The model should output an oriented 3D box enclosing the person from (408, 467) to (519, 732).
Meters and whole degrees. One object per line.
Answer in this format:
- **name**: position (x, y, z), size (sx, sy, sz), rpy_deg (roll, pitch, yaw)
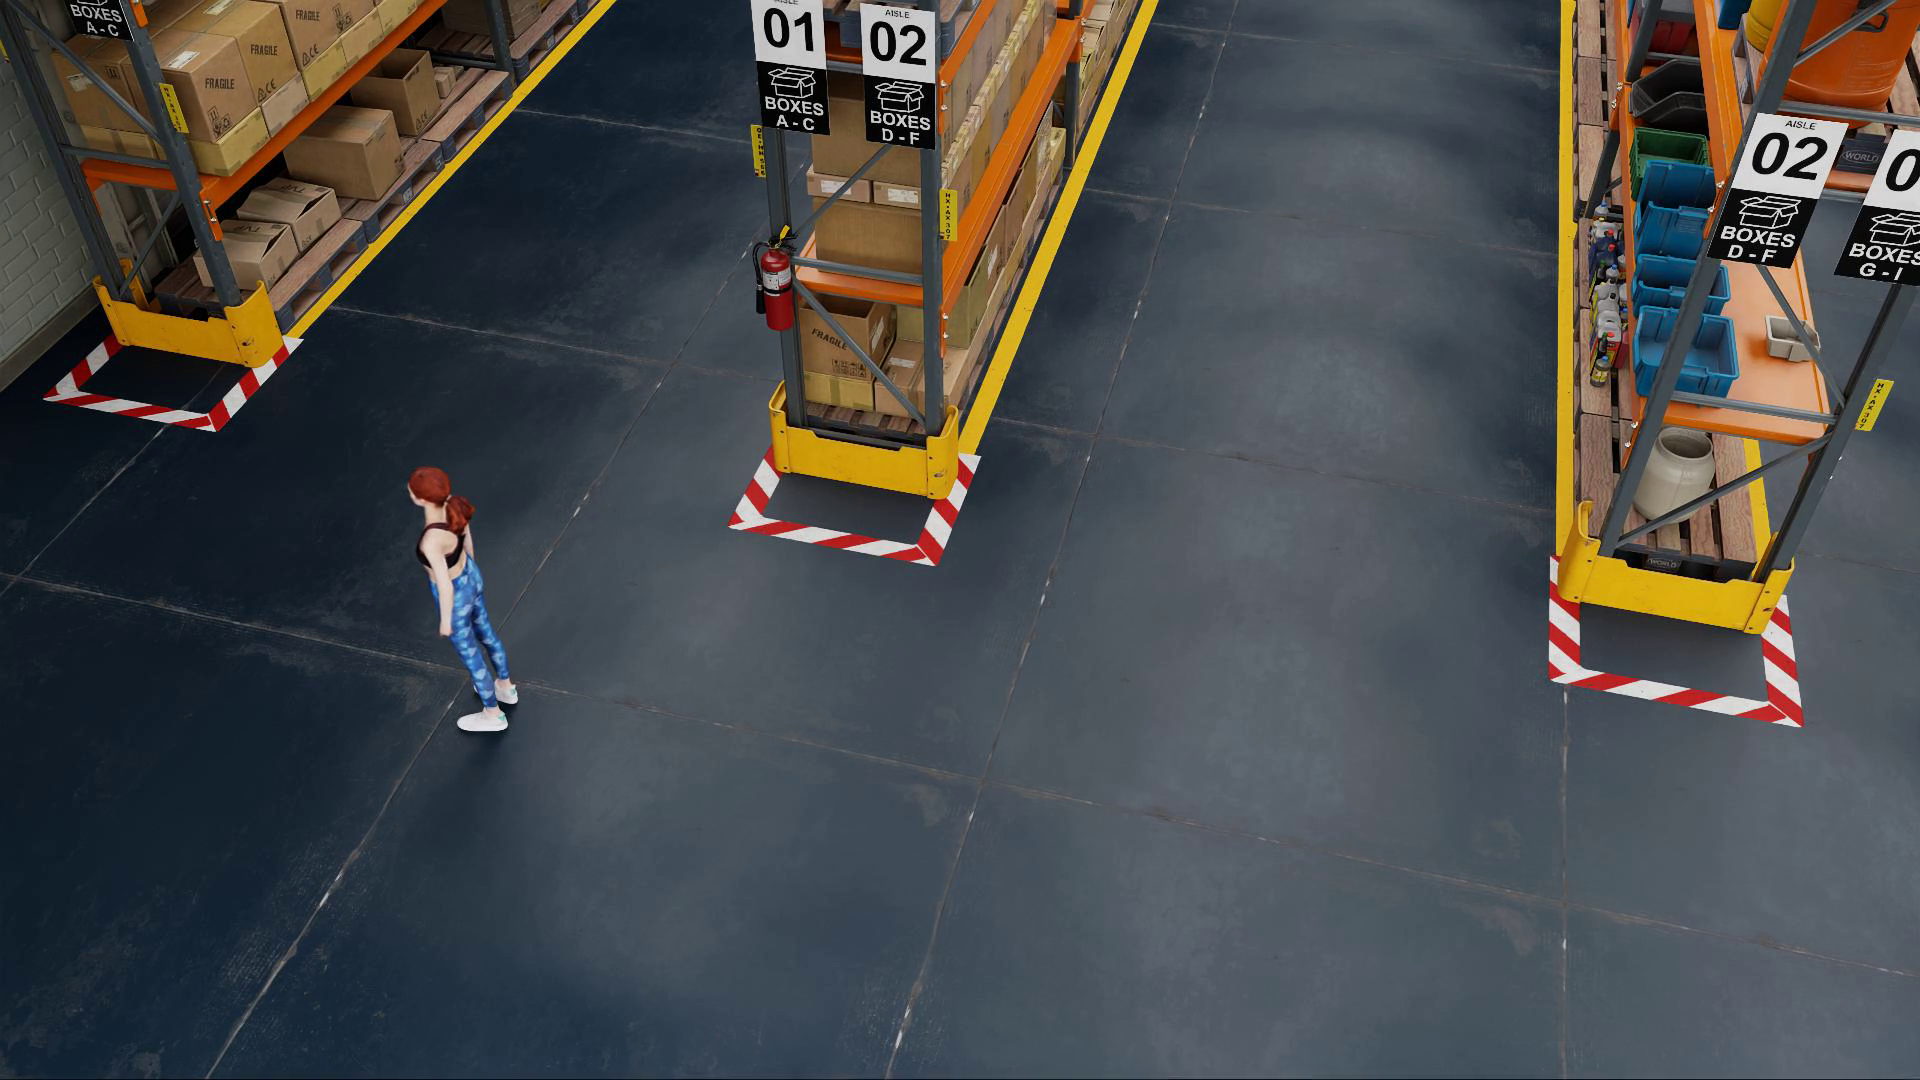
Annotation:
- **person**: position (-2.582, 0.307, 8.606), size (0.646, 1.785, 0.551), rpy_deg (6, 43, 7)
